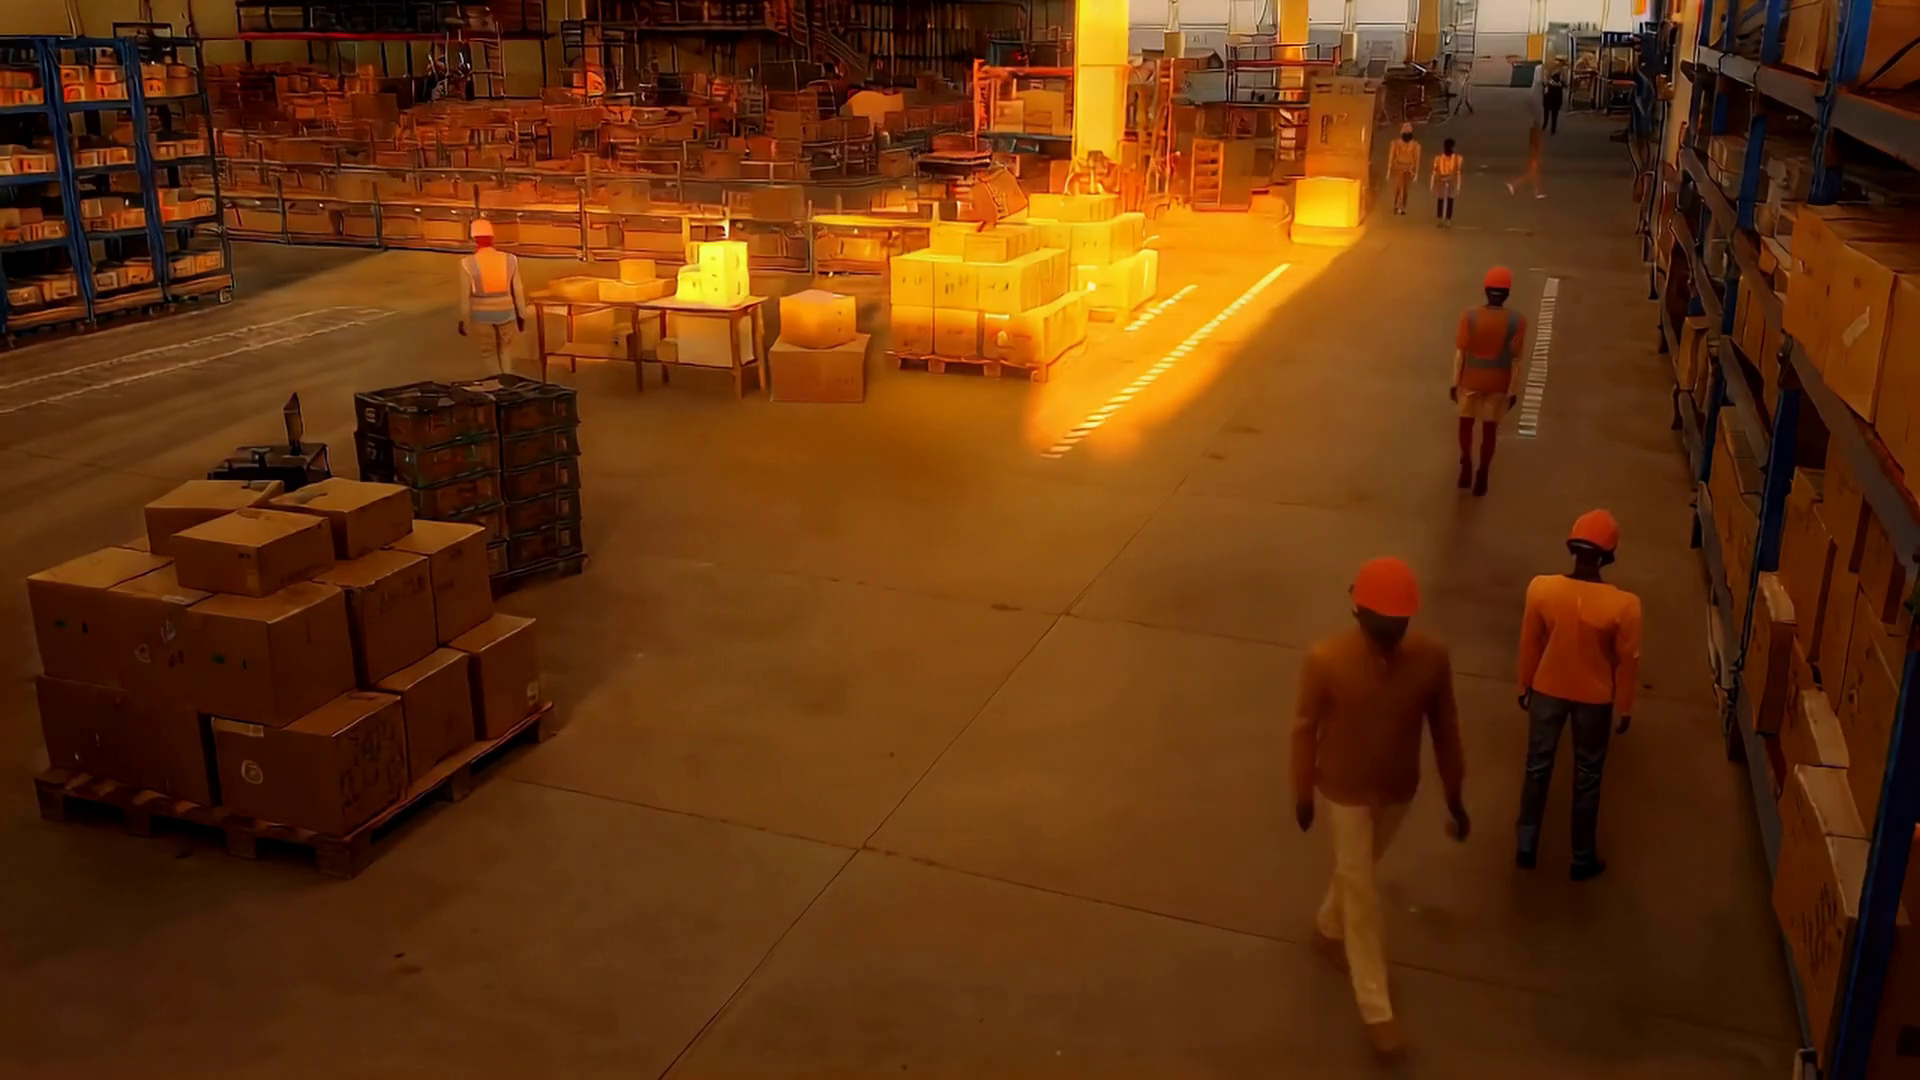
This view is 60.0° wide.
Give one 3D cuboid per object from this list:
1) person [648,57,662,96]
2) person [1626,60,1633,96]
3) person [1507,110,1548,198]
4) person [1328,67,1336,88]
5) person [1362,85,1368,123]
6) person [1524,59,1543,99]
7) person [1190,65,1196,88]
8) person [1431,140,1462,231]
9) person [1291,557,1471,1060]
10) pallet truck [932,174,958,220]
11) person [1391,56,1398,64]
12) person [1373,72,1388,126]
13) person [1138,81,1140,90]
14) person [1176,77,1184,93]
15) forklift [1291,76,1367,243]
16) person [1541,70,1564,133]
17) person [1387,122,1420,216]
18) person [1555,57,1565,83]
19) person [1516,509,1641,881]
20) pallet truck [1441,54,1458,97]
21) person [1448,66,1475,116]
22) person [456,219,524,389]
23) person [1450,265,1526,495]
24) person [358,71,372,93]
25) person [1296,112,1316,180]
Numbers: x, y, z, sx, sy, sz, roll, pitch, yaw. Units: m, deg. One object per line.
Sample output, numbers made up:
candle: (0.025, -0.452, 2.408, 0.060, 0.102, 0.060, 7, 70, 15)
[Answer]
person: (-14.638, -22.171, 79.537, 0.584, 1.835, 1.001, 6, 19, 17)
person: (32.103, -22.104, 79.527, 0.535, 1.699, 0.318, -14, 22, -37)
person: (12.373, -8.354, 36.022, 0.791, 1.885, 0.651, 10, 20, 28)
person: (16.131, -19.759, 72.003, 0.526, 1.808, 0.957, -17, 24, -42)
person: (12.603, -13.317, 51.835, 0.525, 1.745, 0.621, -7, 19, -21)
person: (26.464, -21.186, 76.491, 0.953, 1.786, 0.639, 14, 23, 38)
person: (9.220, -17.949, 66.265, 0.862, 1.835, 0.517, -1, 18, -4)
person: (9.003, -6.579, 30.822, 0.543, 1.643, 0.894, 4, 18, 13)
person: (1.654, 0.992, 6.565, 0.622, 1.941, 1.021, -5, 18, -14)
pallet truck: (-0.507, -5.292, 27.348, 0.653, 1.274, 1.630, 6, 19, 19)
person: (22.556, -24.298, 86.431, 0.893, 1.700, 0.503, -11, 21, -31)
person: (14.780, -15.513, 58.577, 0.802, 1.839, 0.550, 1, 18, 3)
person: (9.197, -24.032, 85.184, 0.405, 1.943, 0.615, 3, 18, 10)
person: (7.598, -15.105, 57.485, 0.775, 1.731, 0.540, 2, 18, 7)
forklift: (6.598, -6.755, 29.381, 1.129, 2.768, 1.873, 6, 19, 19)
person: (19.737, -14.594, 55.374, 0.676, 2.000, 0.536, 3, 18, 8)
person: (8.795, -7.369, 33.032, 0.610, 1.818, 0.555, 5, 18, 16)
person: (27.240, -21.050, 75.909, 0.607, 1.878, 0.953, -12, 21, -33)
person: (2.852, 0.713, 7.723, 0.530, 1.767, 0.328, 12, 21, 34)
pallet truck: (22.765, -21.886, 78.355, 0.823, 1.965, 1.885, -4, 18, -14)
person: (19.520, -17.348, 64.313, 1.004, 1.874, 0.610, 4, 18, 13)
person: (-4.810, -2.289, 16.880, 0.644, 1.927, 0.706, -12, 21, -34)
person: (4.384, -1.320, 13.846, 0.570, 1.924, 0.421, 6, 19, 19)
person: (-19.389, -14.260, 54.320, 0.374, 2.043, 0.612, -13, 22, -35)
person: (8.364, -9.509, 40.142, 0.500, 1.584, 0.896, 16, 23, 40)
